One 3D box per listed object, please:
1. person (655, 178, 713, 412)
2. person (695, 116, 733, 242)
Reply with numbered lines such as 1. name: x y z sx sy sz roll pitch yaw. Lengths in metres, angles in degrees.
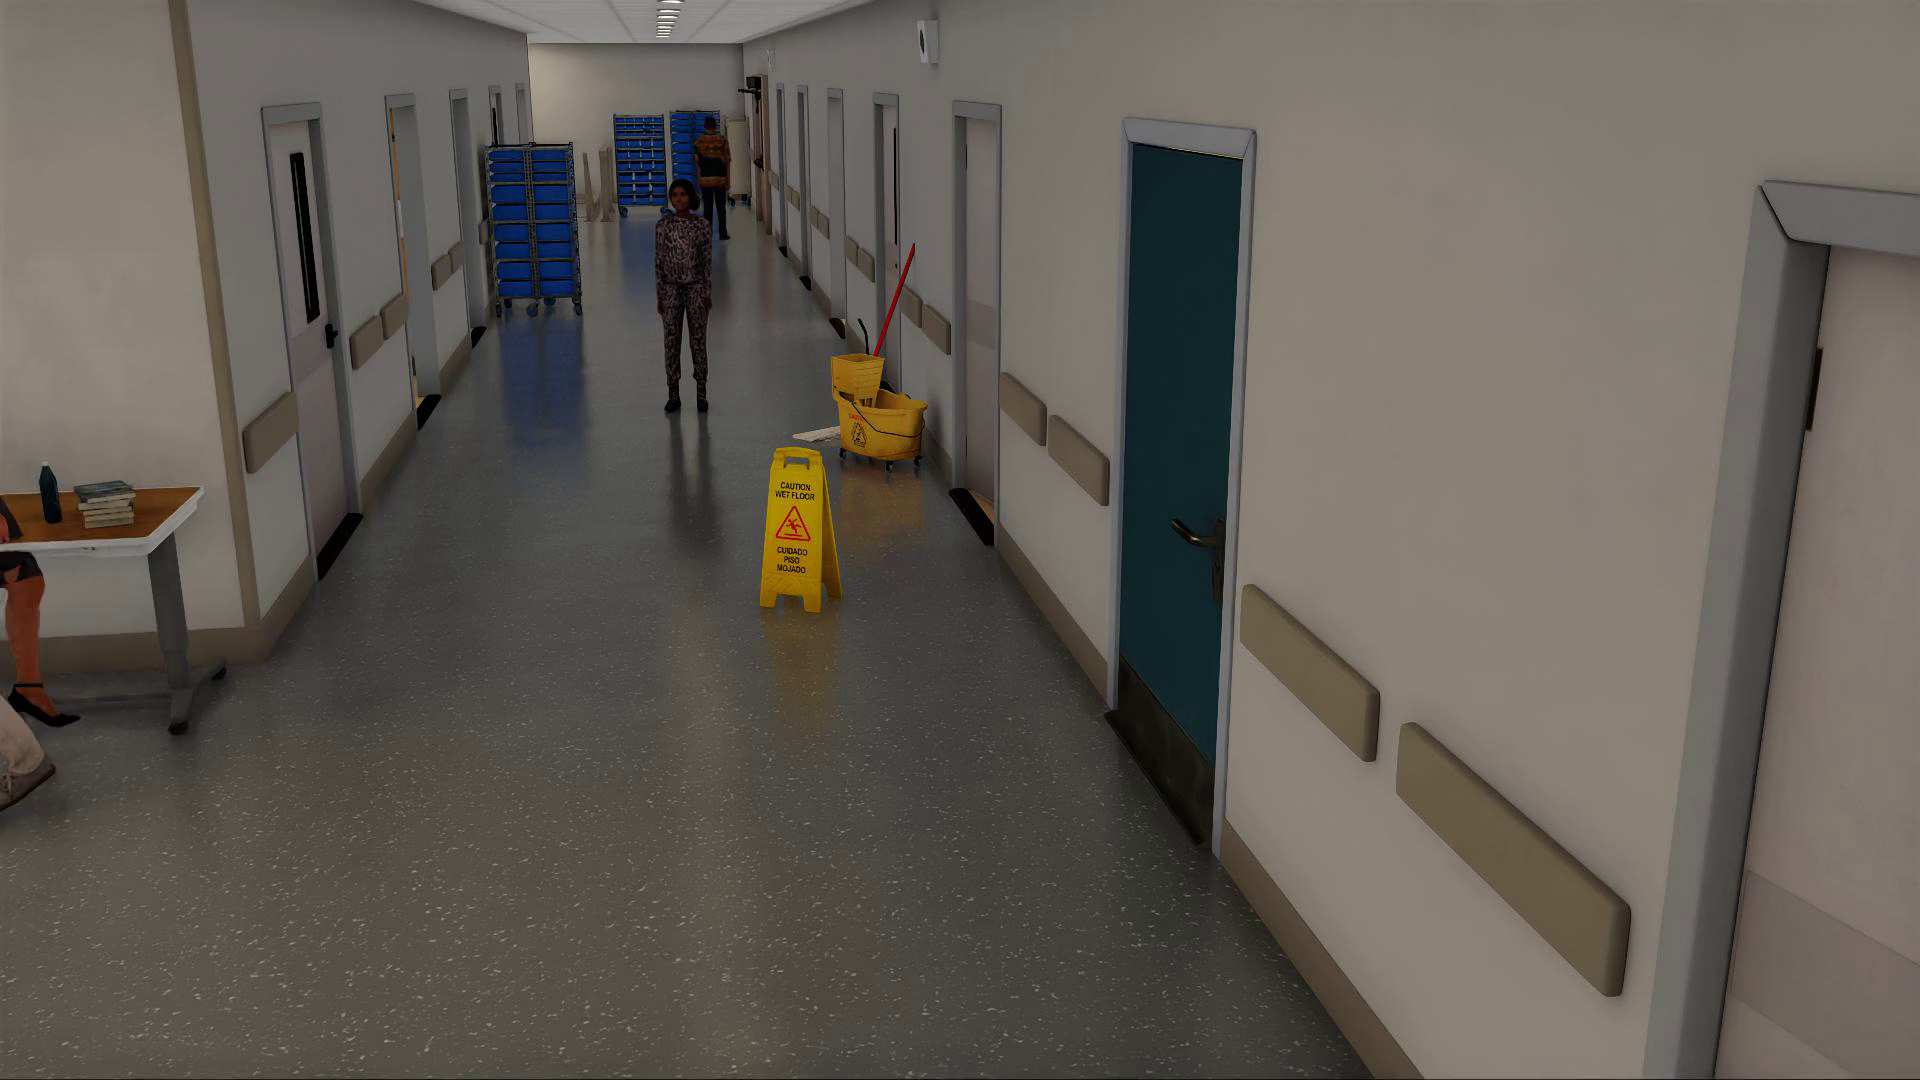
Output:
1. person: -2.046 -1.820 12.386 0.608 1.713 0.606 0 16 -1
2. person: -3.675 -5.378 24.760 0.723 1.806 0.685 -1 16 -3
